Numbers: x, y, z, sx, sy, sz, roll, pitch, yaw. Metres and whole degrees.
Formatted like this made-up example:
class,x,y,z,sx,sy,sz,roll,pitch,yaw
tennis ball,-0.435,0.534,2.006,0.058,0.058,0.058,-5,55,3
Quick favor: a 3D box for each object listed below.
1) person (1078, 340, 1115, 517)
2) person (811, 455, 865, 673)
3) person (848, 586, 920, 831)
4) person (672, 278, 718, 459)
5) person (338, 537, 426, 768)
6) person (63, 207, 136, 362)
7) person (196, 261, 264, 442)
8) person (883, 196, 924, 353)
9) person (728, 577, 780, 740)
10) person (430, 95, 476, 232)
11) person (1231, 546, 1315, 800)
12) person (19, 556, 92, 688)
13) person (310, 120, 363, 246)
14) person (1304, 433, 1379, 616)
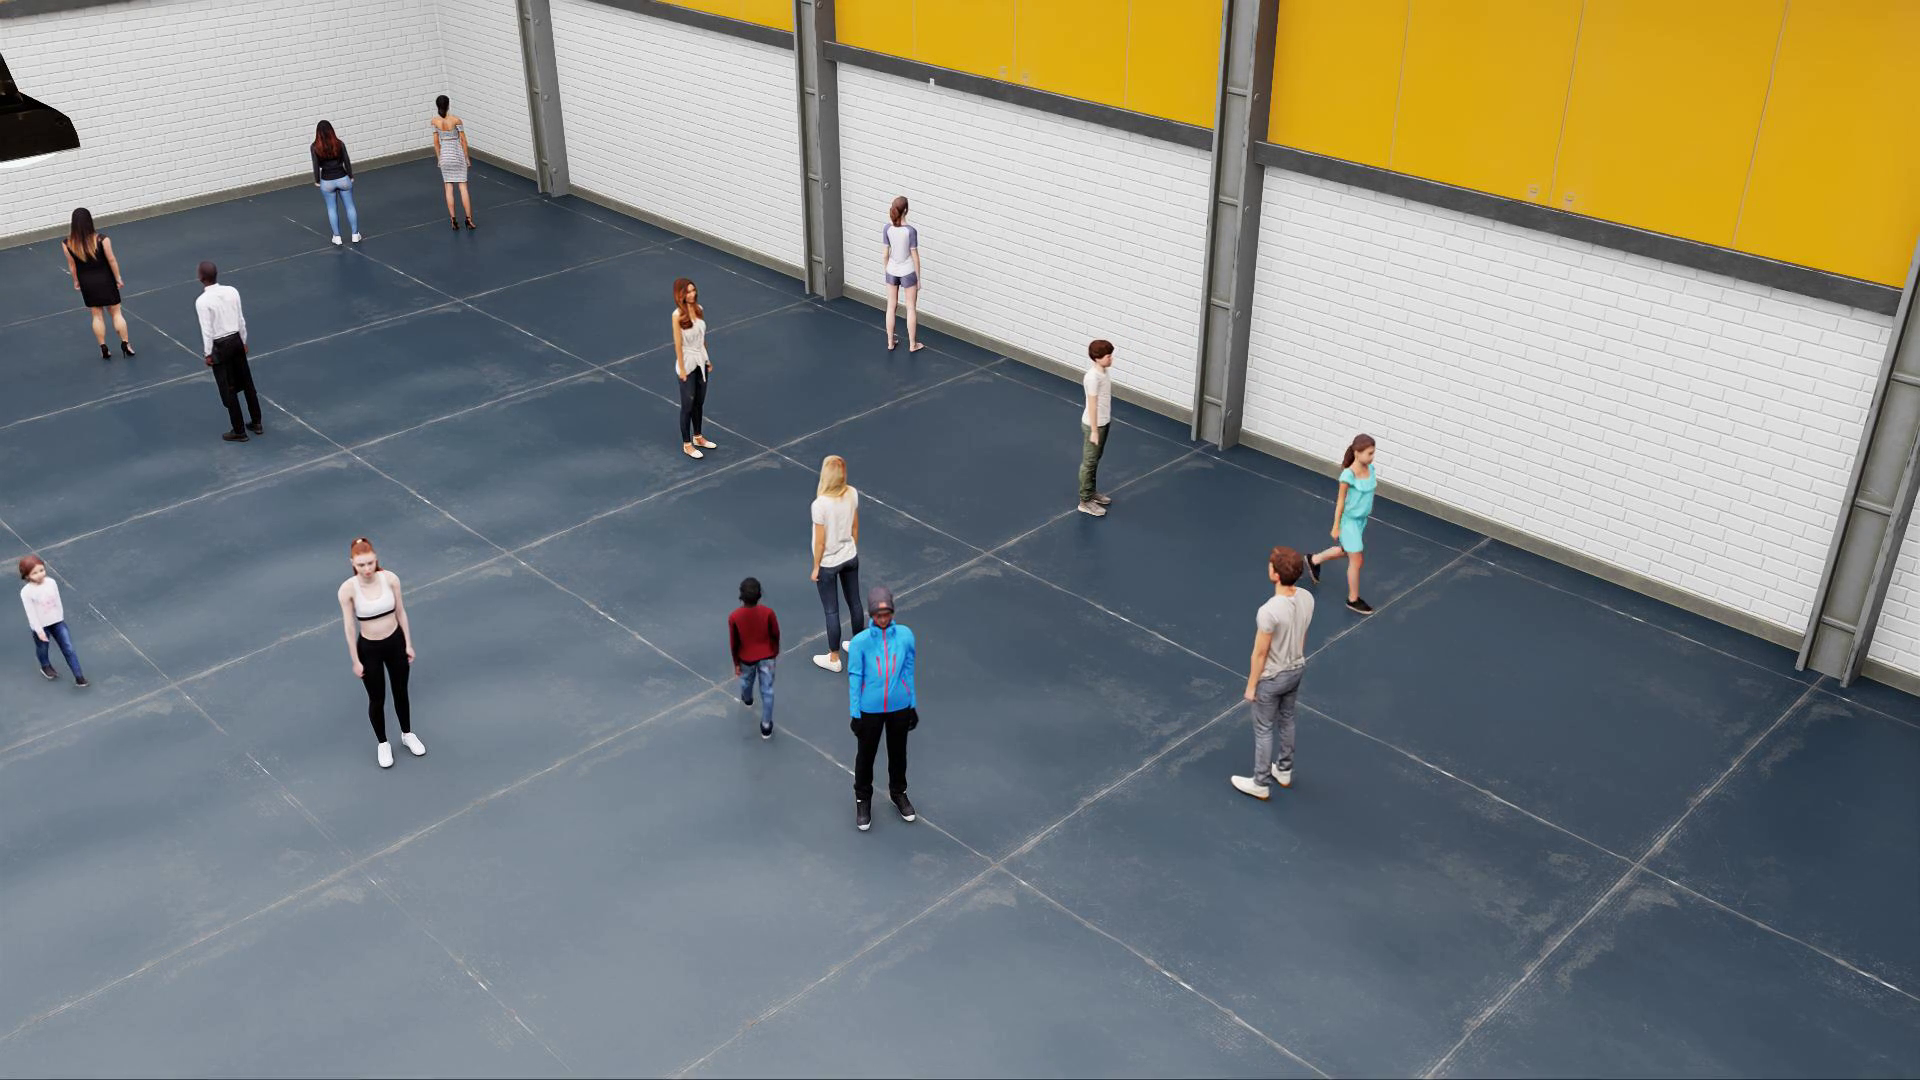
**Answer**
class,x,y,z,sx,sy,sz,roll,pitch,yaw
person,1.235,-1.050,15.137,0.666,1.654,0.658,10,30,17
person,-0.931,0.172,12.735,0.586,1.809,0.488,-25,37,-38
person,-0.510,1.096,11.057,0.692,1.794,0.682,-9,30,-16
person,-2.620,-1.690,16.174,0.610,1.785,0.641,15,32,26
person,-4.071,0.776,11.697,0.616,1.742,0.558,-19,34,-31
person,-9.482,-2.813,18.302,0.748,1.718,0.758,-8,30,-15
person,-7.252,-1.875,16.459,0.636,1.836,0.697,14,32,25
person,-0.655,-2.966,18.533,0.626,1.766,0.730,9,30,16
person,-1.468,0.872,12.056,0.807,1.231,0.919,-4,29,-6
person,-6.810,-5.062,22.318,0.672,1.822,0.732,0,29,0
person,2.164,0.903,11.305,0.660,1.895,0.574,-22,36,-35
person,-7.000,0.615,12.680,0.820,1.084,0.510,19,34,31
person,-8.217,-4.715,21.876,0.704,1.634,0.684,-12,31,-21
person,3.165,-0.183,13.674,0.591,1.534,1.015,-23,36,-35
